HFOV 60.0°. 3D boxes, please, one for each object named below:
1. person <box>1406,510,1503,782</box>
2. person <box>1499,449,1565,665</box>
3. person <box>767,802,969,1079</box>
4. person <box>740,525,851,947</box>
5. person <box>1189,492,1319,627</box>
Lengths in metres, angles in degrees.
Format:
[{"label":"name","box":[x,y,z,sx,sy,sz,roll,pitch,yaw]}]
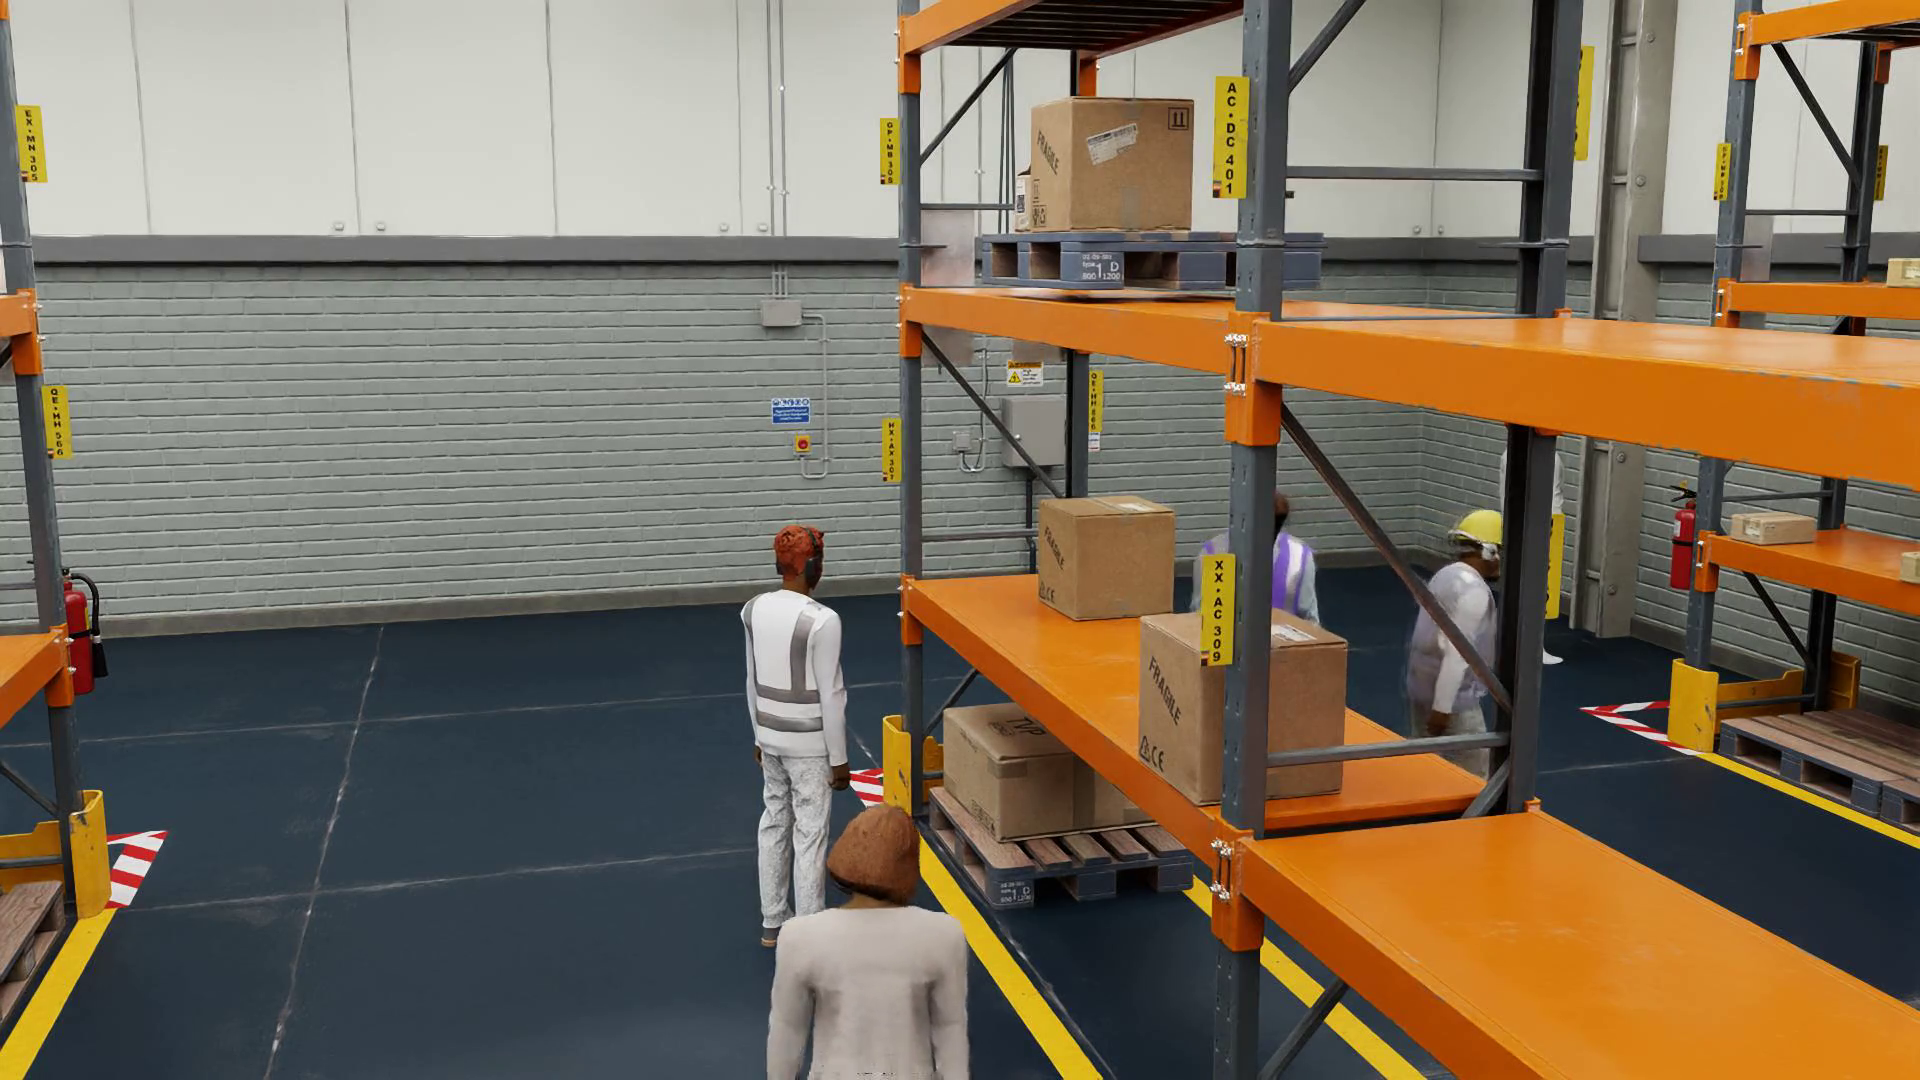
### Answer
[{"label":"person","box":[2.408,0.743,8.063,0.686,1.782,0.611,-1,10,-4]},{"label":"person","box":[4.230,-0.049,12.236,0.399,1.907,0.644,-2,10,-12]},{"label":"person","box":[-0.252,1.468,4.432,0.526,1.592,0.690,-1,10,-7]},{"label":"person","box":[-0.691,0.865,7.109,0.575,1.880,0.358,9,14,43]},{"label":"person","box":[1.508,0.626,8.639,0.688,1.825,0.437,1,10,5]}]
